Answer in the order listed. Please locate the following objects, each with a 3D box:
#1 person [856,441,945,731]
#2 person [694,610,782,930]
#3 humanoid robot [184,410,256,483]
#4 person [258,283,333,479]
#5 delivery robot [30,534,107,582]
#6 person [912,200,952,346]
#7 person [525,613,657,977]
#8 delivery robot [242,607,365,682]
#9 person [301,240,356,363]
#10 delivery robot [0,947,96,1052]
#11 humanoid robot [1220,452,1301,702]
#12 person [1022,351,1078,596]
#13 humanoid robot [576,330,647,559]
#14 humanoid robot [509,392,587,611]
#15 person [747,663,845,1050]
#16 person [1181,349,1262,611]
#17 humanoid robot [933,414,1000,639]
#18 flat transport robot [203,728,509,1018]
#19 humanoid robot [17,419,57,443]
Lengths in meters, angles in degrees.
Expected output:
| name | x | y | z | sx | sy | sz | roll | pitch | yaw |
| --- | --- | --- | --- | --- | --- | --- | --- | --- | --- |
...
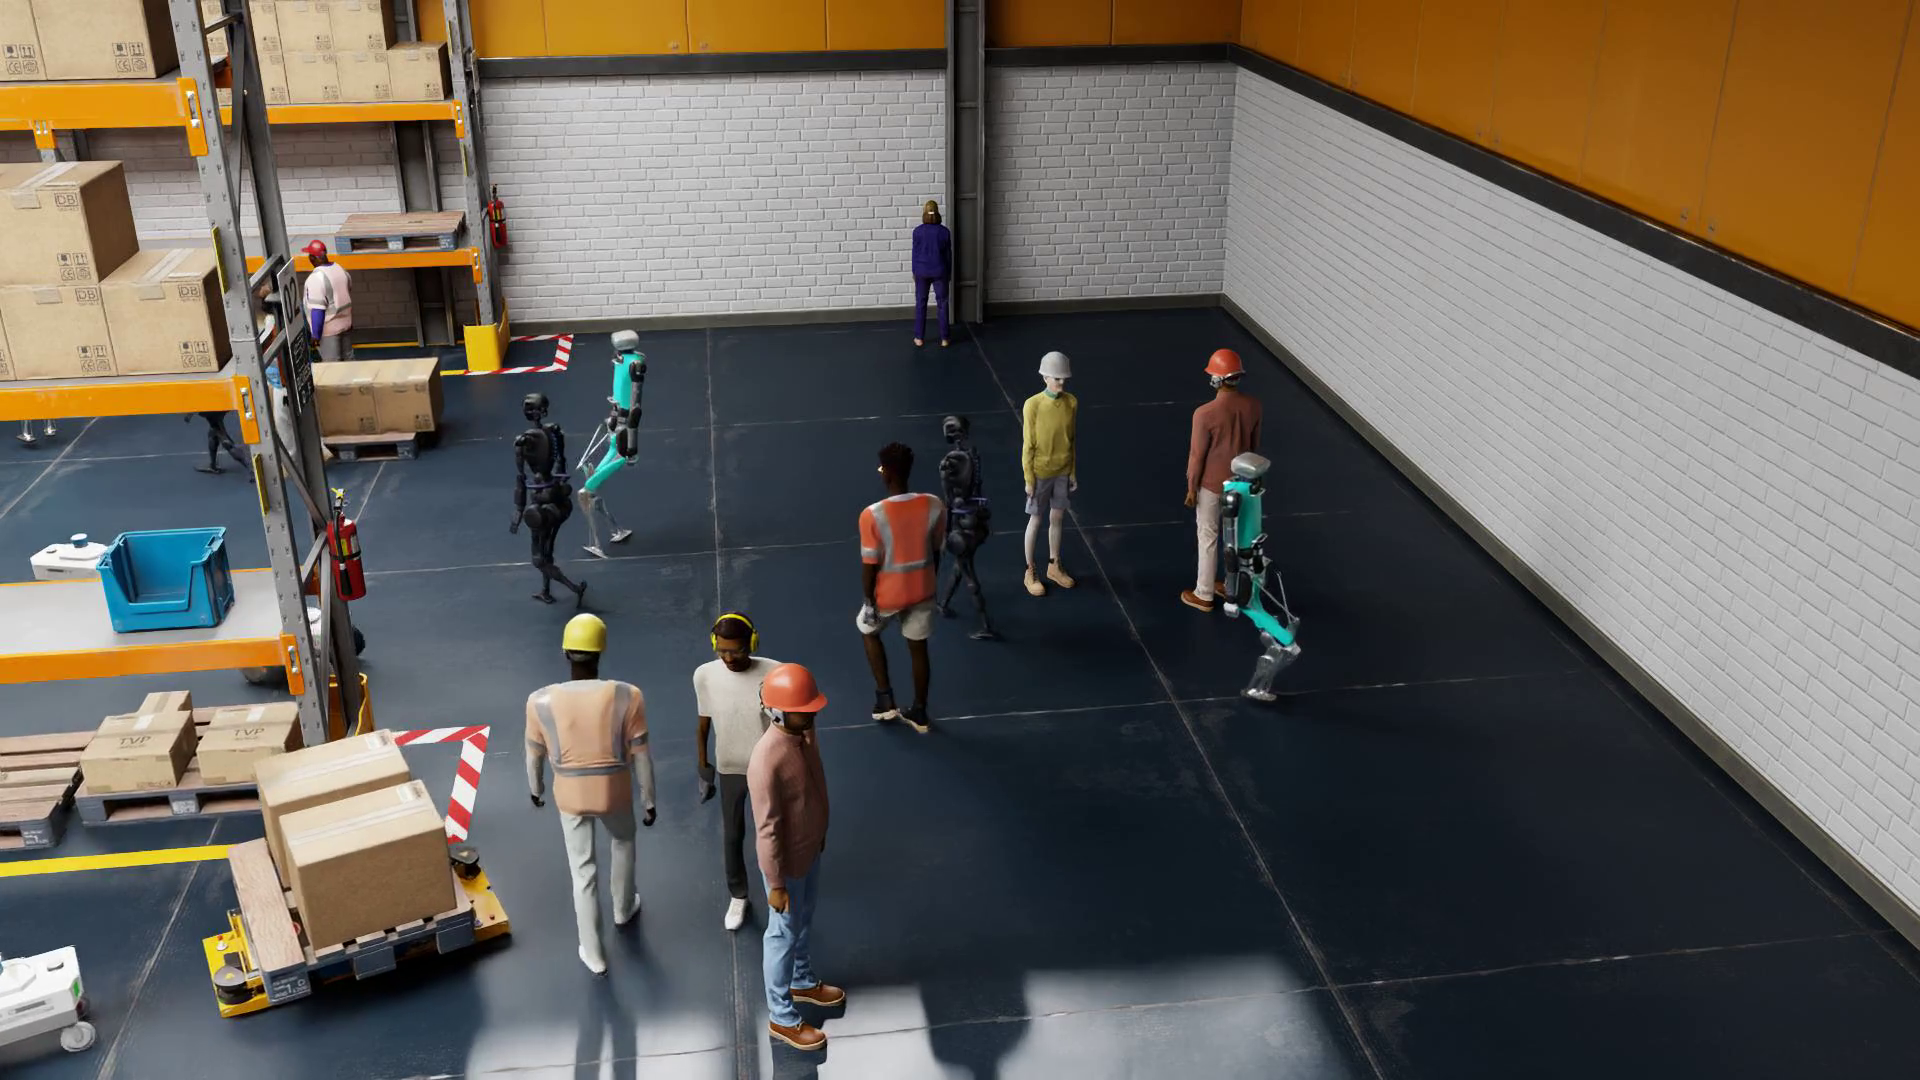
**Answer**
| name | x | y | z | sx | sy | sz | roll | pitch | yaw |
| --- | --- | --- | --- | --- | --- | --- | --- | --- | --- |
| person | -0.374 | 0.310 | 10.598 | 0.602 | 1.950 | 0.484 | -11 | 26 | -24 |
| person | -1.109 | 1.207 | 8.680 | 0.521 | 1.856 | 0.337 | 0 | 24 | -1 |
| humanoid robot | -6.575 | -1.286 | 14.656 | 0.777 | 1.644 | 0.583 | 5 | 24 | 11 |
| person | -5.956 | -1.422 | 14.716 | 0.563 | 1.814 | 0.709 | -10 | 25 | -21 |
| delivery robot | -6.538 | 0.246 | 12.475 | 0.793 | 0.590 | 0.499 | 3 | 24 | 8 |
| person | -0.310 | -2.966 | 18.480 | 0.448 | 1.617 | 0.372 | 1 | 24 | 3 |
| person | -1.884 | 1.260 | 8.513 | 0.639 | 1.880 | 0.784 | -4 | 24 | -8 |
| delivery robot | -4.565 | 0.673 | 11.469 | 0.739 | 0.564 | 0.499 | 0 | 24 | 0 |
| person | -6.155 | -2.065 | 16.254 | 0.419 | 1.752 | 0.621 | 6 | 24 | 13 |
| delivery robot | -4.586 | 2.258 | 7.921 | 0.811 | 0.614 | 0.499 | -14 | 27 | -28 |
| humanoid robot | 2.038 | 0.353 | 10.832 | 0.758 | 1.831 | 0.542 | 13 | 27 | 27 |
| person | 0.673 | -0.517 | 12.558 | 0.470 | 1.893 | 0.386 | -13 | 27 | -27 |
| humanoid robot | -2.879 | -0.749 | 13.285 | 0.870 | 1.779 | 0.590 | -11 | 26 | -24 |
| humanoid robot | -3.024 | -0.281 | 12.309 | 0.598 | 1.634 | 0.602 | 11 | 26 | 23 |
| person | -0.783 | 1.475 | 7.892 | 0.379 | 1.993 | 0.621 | 6 | 24 | 12 |
| person | 1.922 | -0.444 | 12.281 | 0.614 | 1.986 | 0.406 | -13 | 27 | -28 |
| humanoid robot | -0.006 | -0.109 | 11.938 | 0.749 | 1.623 | 0.609 | 12 | 26 | 26 |
| flat transport robot | -3.176 | 2.040 | 8.748 | 1.431 | 0.231 | 0.659 | -13 | 27 | -27 |
| humanoid robot | -8.651 | -1.705 | 15.284 | 0.533 | 1.680 | 0.735 | -20 | 31 | -38 |
